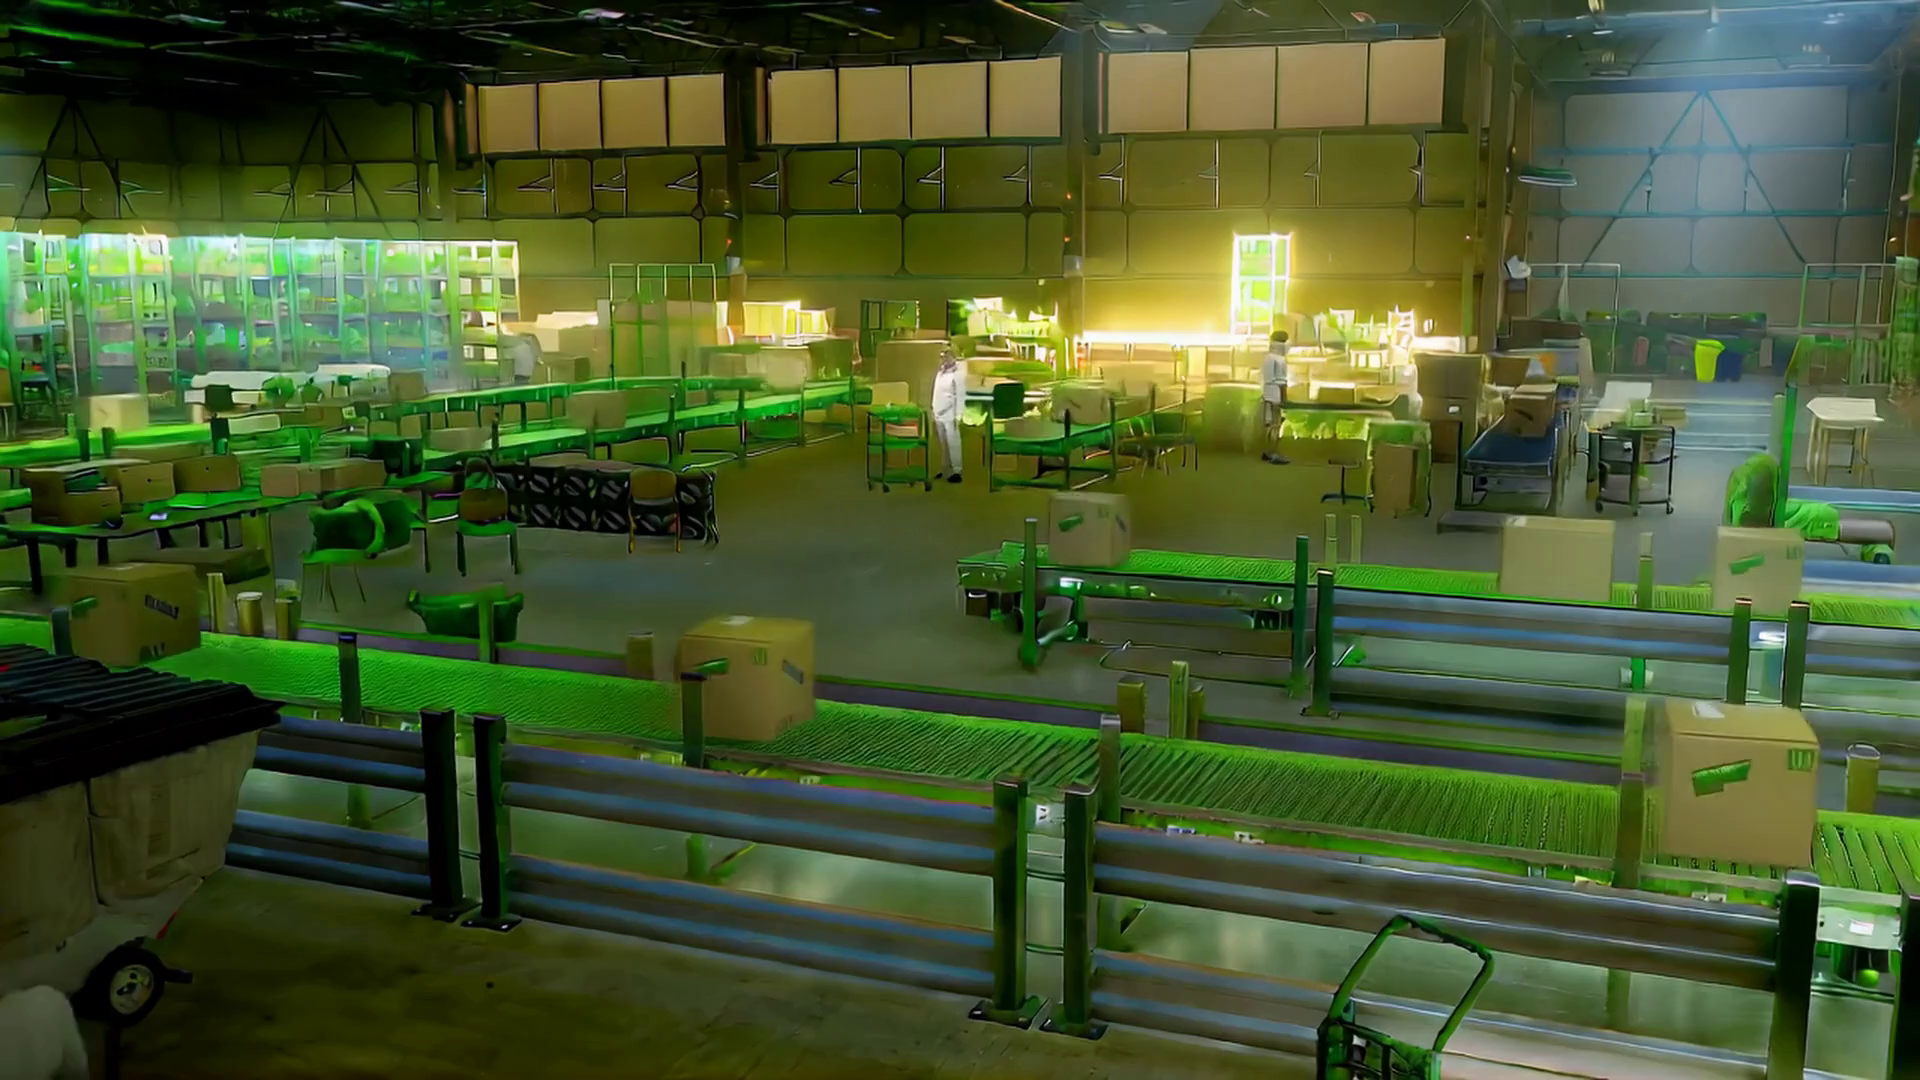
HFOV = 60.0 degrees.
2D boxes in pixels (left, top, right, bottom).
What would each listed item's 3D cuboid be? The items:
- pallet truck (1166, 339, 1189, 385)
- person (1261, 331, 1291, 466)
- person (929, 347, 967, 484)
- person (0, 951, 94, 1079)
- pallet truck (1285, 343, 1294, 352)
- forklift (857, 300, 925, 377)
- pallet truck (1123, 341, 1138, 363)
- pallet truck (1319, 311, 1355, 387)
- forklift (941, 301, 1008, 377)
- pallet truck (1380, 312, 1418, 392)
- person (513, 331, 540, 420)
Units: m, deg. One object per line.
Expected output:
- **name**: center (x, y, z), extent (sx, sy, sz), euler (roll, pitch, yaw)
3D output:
- **pallet truck**: center (5.418, -4.269, 40.420), extent (0.704, 1.261, 1.522), euler (3, 10, 20)
- **person**: center (4.800, -2.138, 25.234), extent (0.378, 2.044, 0.607), euler (-4, 10, -21)
- **person**: center (-0.182, -1.738, 23.207), extent (0.410, 1.913, 0.643), euler (-6, 11, -33)
- **person**: center (-2.195, 1.619, 3.798), extent (0.343, 1.619, 0.541), euler (6, 11, 31)
- **pallet truck**: center (7.886, -4.163, 39.743), extent (0.653, 1.274, 1.630), euler (4, 10, 22)
- **forklift**: center (-1.732, -5.109, 42.468), extent (1.157, 1.987, 2.680), euler (4, 10, 22)
- **pallet truck**: center (4.445, -4.380, 41.279), extent (0.680, 1.201, 1.601), euler (4, 10, 22)
- **pallet truck**: center (9.071, -4.419, 39.190), extent (0.823, 1.965, 1.885), euler (5, 10, 26)
- **forklift**: center (0.365, -4.966, 41.571), extent (1.157, 1.987, 2.680), euler (3, 10, 20)
- **pallet truck**: center (10.207, -4.283, 38.369), extent (0.823, 1.965, 1.885), euler (3, 10, 20)
- **person**: center (-8.505, -3.243, 32.819), extent (0.531, 1.743, 0.702), euler (5, 11, 28)
